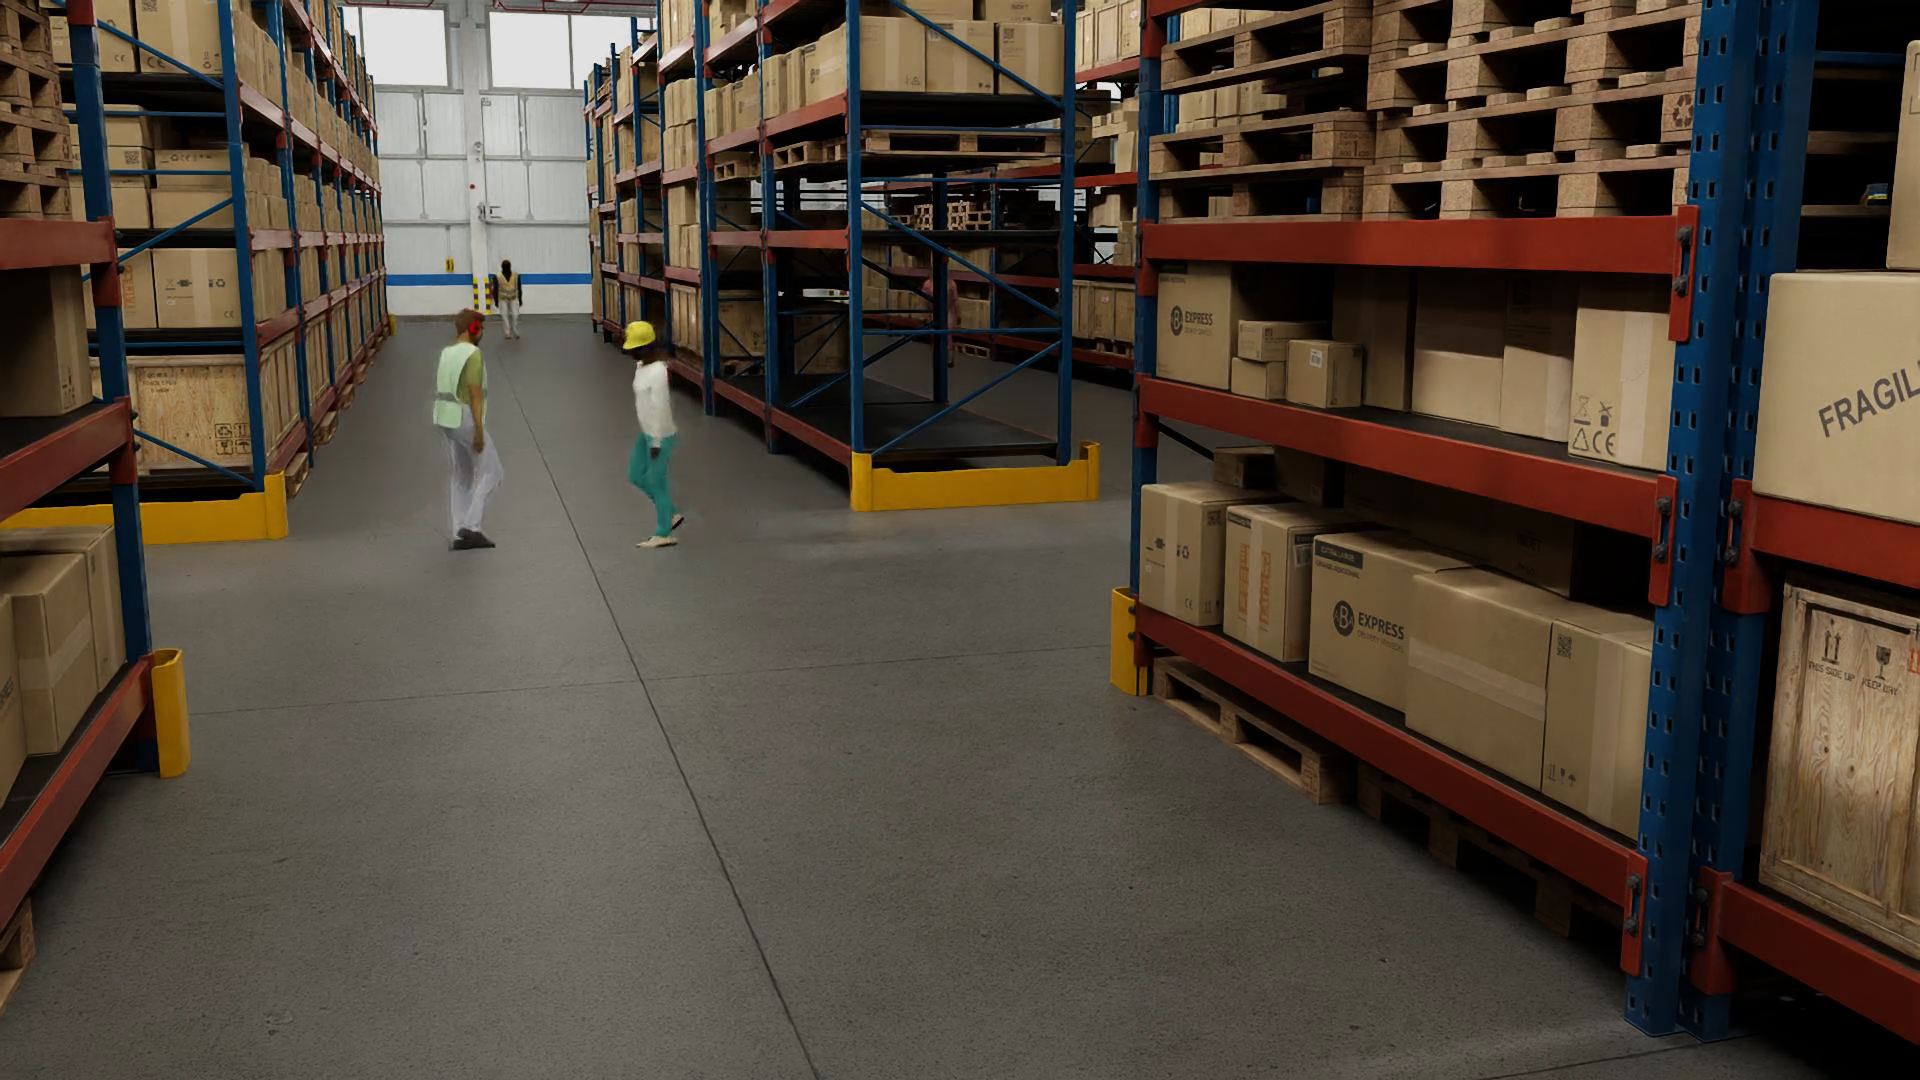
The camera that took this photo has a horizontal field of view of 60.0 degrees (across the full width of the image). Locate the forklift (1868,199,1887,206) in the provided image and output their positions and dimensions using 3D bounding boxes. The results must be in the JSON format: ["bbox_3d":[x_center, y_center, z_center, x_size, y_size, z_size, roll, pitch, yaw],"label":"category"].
[{"bbox_3d":[11.338,-2.915,21.052,1.129,2.768,1.873,-3,11,-17],"label":"forklift"}]

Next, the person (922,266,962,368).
[{"bbox_3d":[-0.333,-4.042,30.079,0.720,1.861,0.812,0,10,0],"label":"person"}]

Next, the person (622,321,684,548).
[{"bbox_3d":[-2.340,-0.784,12.502,0.405,1.731,0.588,-5,11,-25],"label":"person"}]

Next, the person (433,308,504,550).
[{"bbox_3d":[-3.698,-0.822,12.489,0.453,1.815,0.633,-9,13,-40],"label":"person"}]

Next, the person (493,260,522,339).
[{"bbox_3d":[-10.367,-5.506,38.194,0.660,1.805,0.879,-4,11,-22],"label":"person"}]
